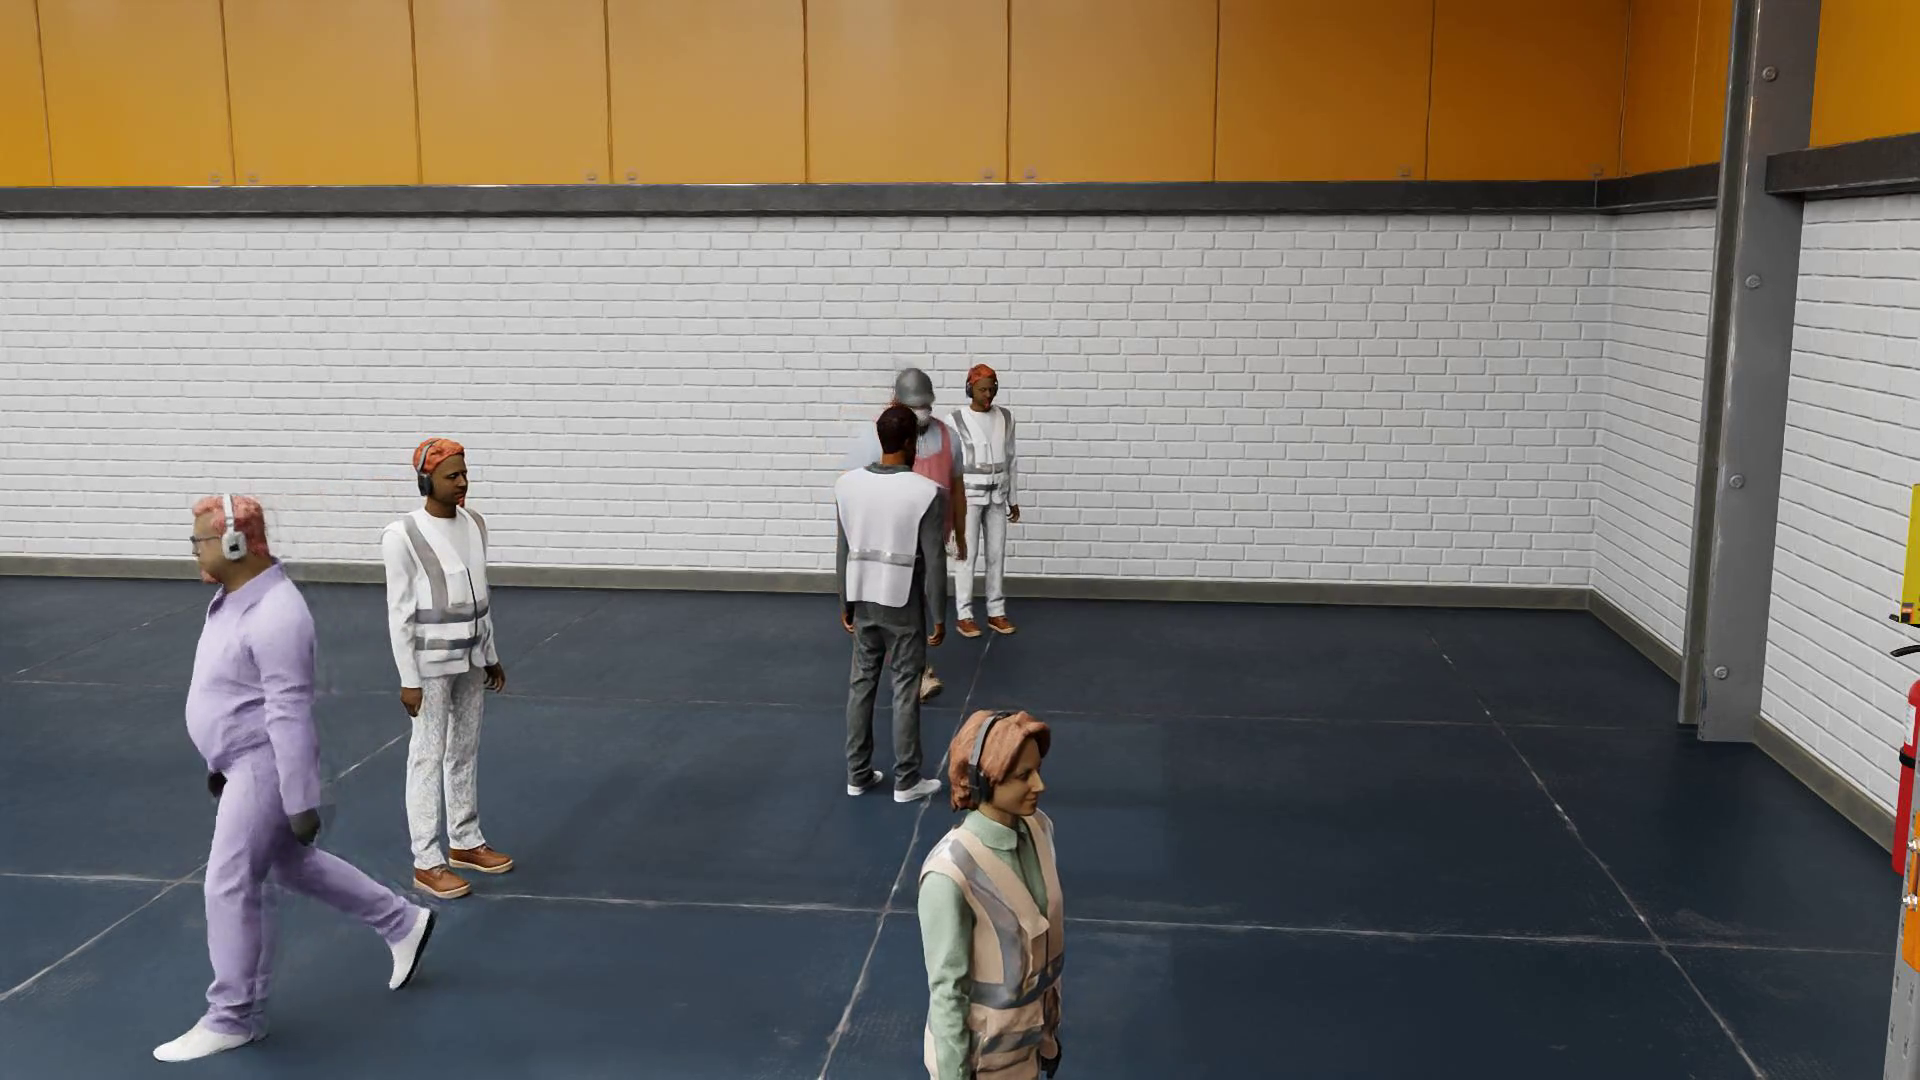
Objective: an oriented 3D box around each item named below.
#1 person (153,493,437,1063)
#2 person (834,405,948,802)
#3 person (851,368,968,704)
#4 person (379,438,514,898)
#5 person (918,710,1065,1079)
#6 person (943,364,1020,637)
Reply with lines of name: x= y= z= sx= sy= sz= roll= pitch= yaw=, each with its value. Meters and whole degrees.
person: x=-2.271 y=0.753 z=5.601 sx=0.875 sy=1.872 sz=0.634 roll=-5 pitch=11 yaw=-28
person: x=-0.339 y=0.311 z=8.023 sx=0.595 sy=1.910 sz=0.399 roll=5 pitch=11 yaw=27
person: x=-0.254 y=-0.080 z=9.871 sx=0.706 sy=2.000 sz=1.122 roll=-5 pitch=11 yaw=-28
person: x=-2.120 y=0.517 z=6.905 sx=0.356 sy=1.883 sz=0.572 roll=4 pitch=11 yaw=22
person: x=0.076 y=1.182 z=3.791 sx=0.309 sy=1.641 sz=0.515 roll=5 pitch=11 yaw=26
person: x=0.143 y=-0.271 z=11.438 sx=0.586 sy=1.879 sz=0.357 roll=-6 pitch=12 yaw=-31
